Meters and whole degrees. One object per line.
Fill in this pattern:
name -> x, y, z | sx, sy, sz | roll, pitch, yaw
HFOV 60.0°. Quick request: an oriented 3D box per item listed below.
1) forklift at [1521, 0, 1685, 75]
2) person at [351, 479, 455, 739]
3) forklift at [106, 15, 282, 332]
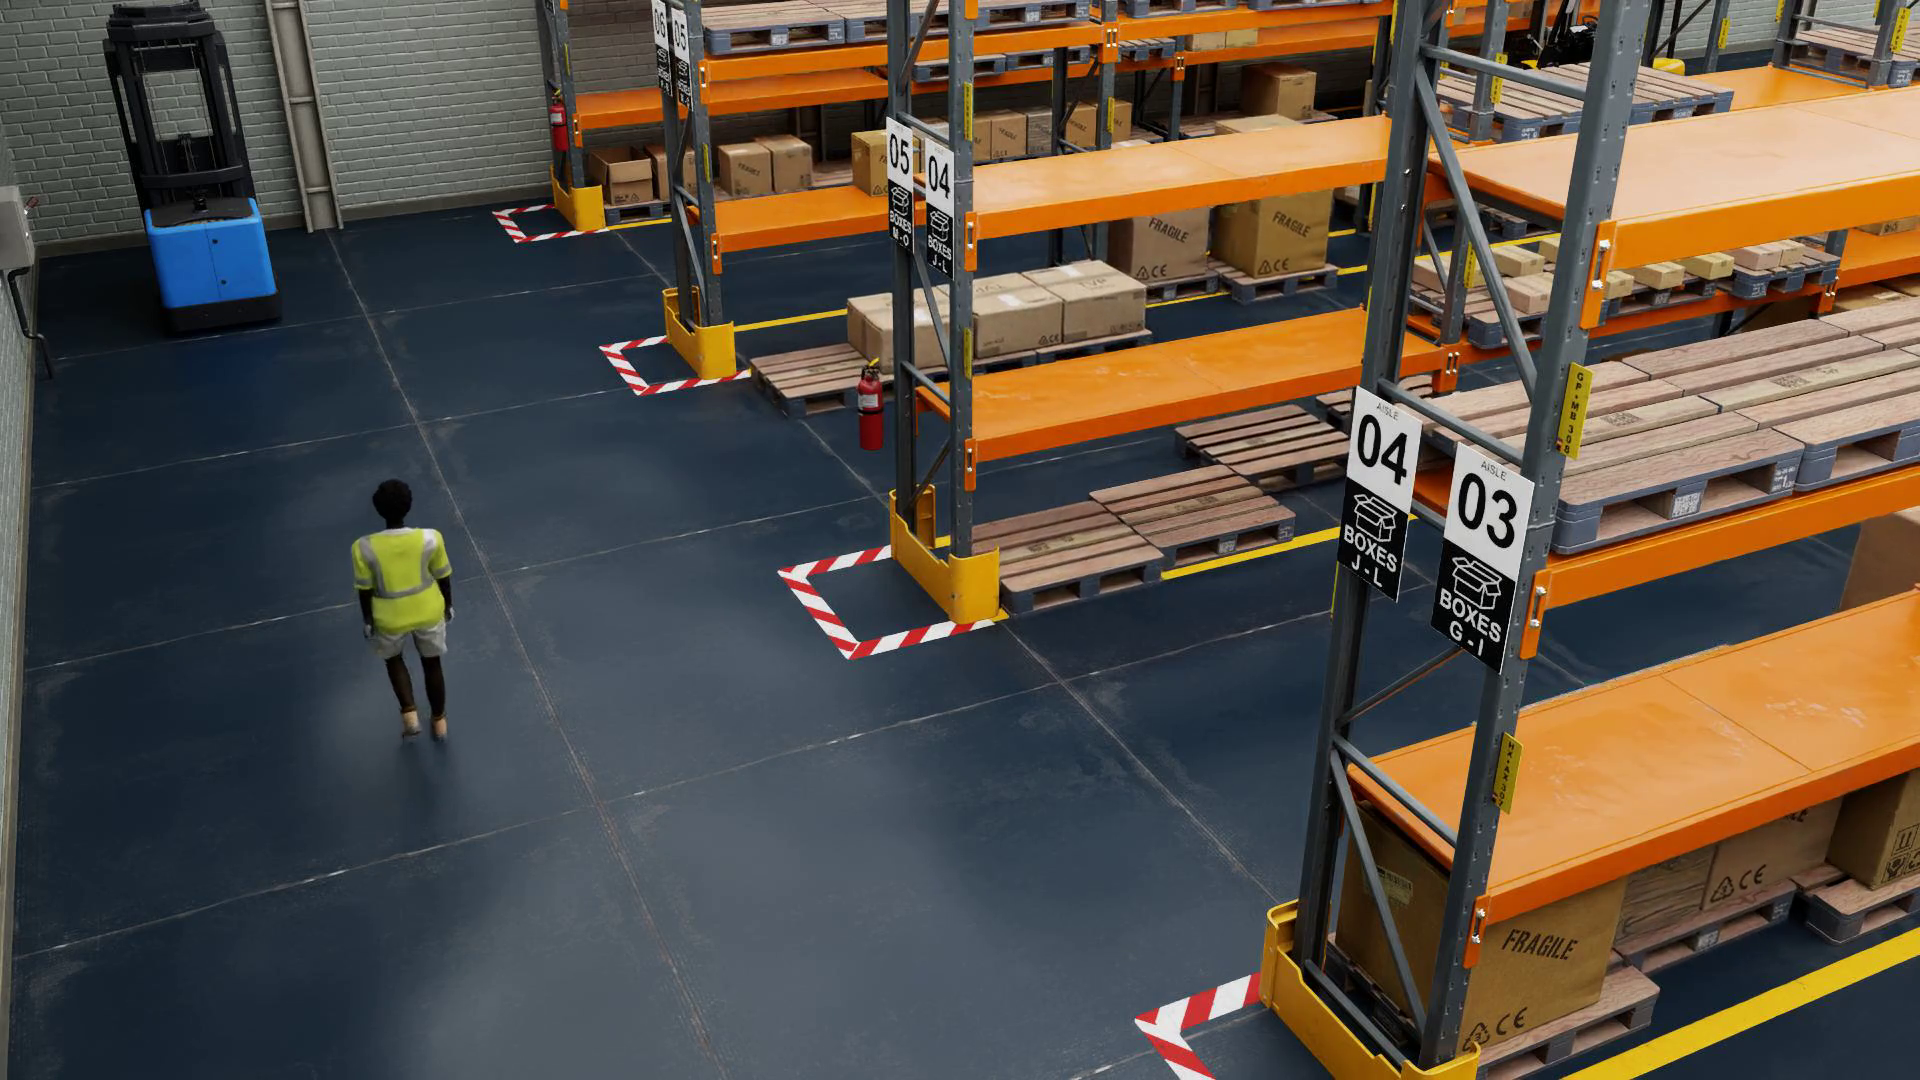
forklift -> 8.950, -6.807, 23.056 | 1.214, 2.155, 2.313 | -12, 30, -22
person -> -3.219, 0.433, 9.734 | 0.554, 1.677, 0.370 | -11, 30, -20
forklift -> -7.548, -3.672, 16.323 | 1.129, 2.768, 1.873 | -12, 30, -22
